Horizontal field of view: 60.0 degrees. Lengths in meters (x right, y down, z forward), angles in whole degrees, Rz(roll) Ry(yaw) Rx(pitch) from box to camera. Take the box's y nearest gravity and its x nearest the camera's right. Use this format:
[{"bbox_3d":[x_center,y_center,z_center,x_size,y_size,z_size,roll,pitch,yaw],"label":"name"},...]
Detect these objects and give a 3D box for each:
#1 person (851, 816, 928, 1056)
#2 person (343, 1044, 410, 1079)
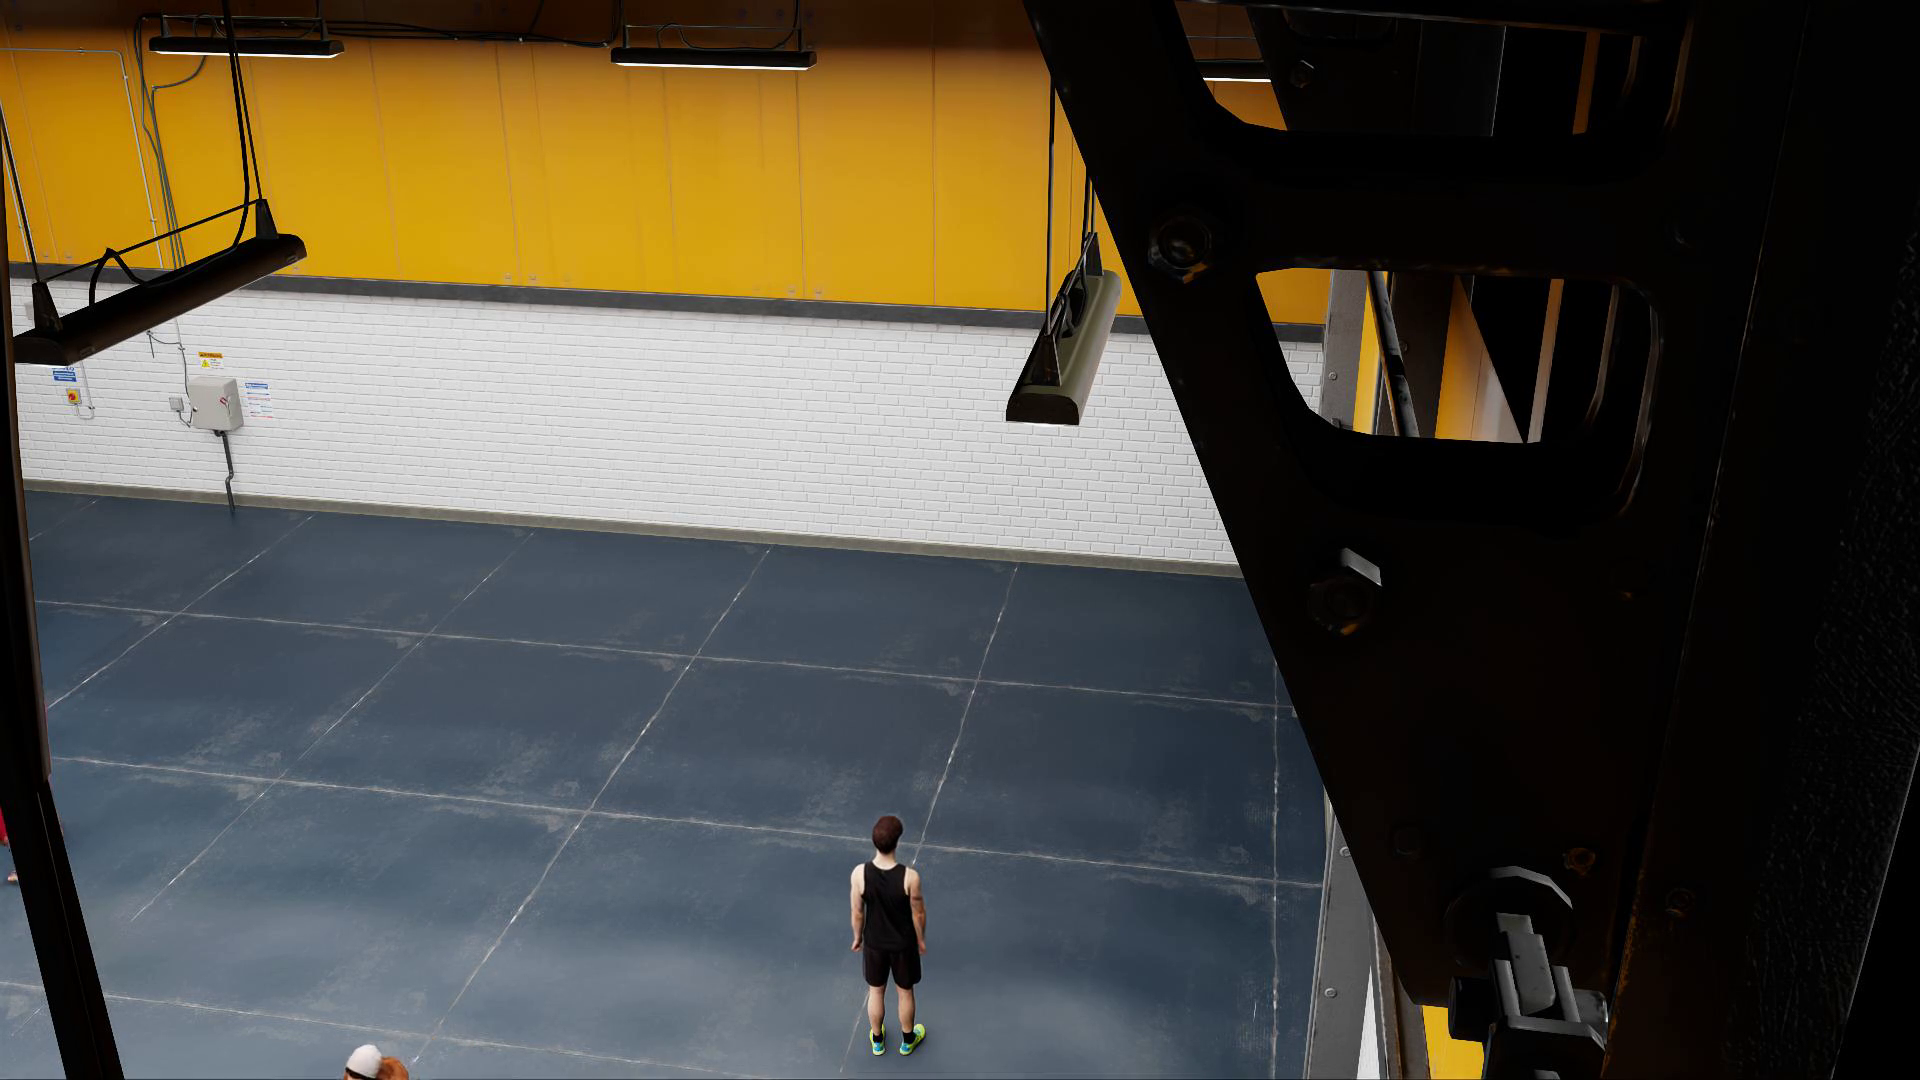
[{"bbox_3d":[-0.490,2.763,11.541,0.685,1.892,0.576,3,24,7],"label":"person"},{"bbox_3d":[-3.355,3.648,9.884,0.862,1.596,1.115,14,27,29],"label":"person"}]
